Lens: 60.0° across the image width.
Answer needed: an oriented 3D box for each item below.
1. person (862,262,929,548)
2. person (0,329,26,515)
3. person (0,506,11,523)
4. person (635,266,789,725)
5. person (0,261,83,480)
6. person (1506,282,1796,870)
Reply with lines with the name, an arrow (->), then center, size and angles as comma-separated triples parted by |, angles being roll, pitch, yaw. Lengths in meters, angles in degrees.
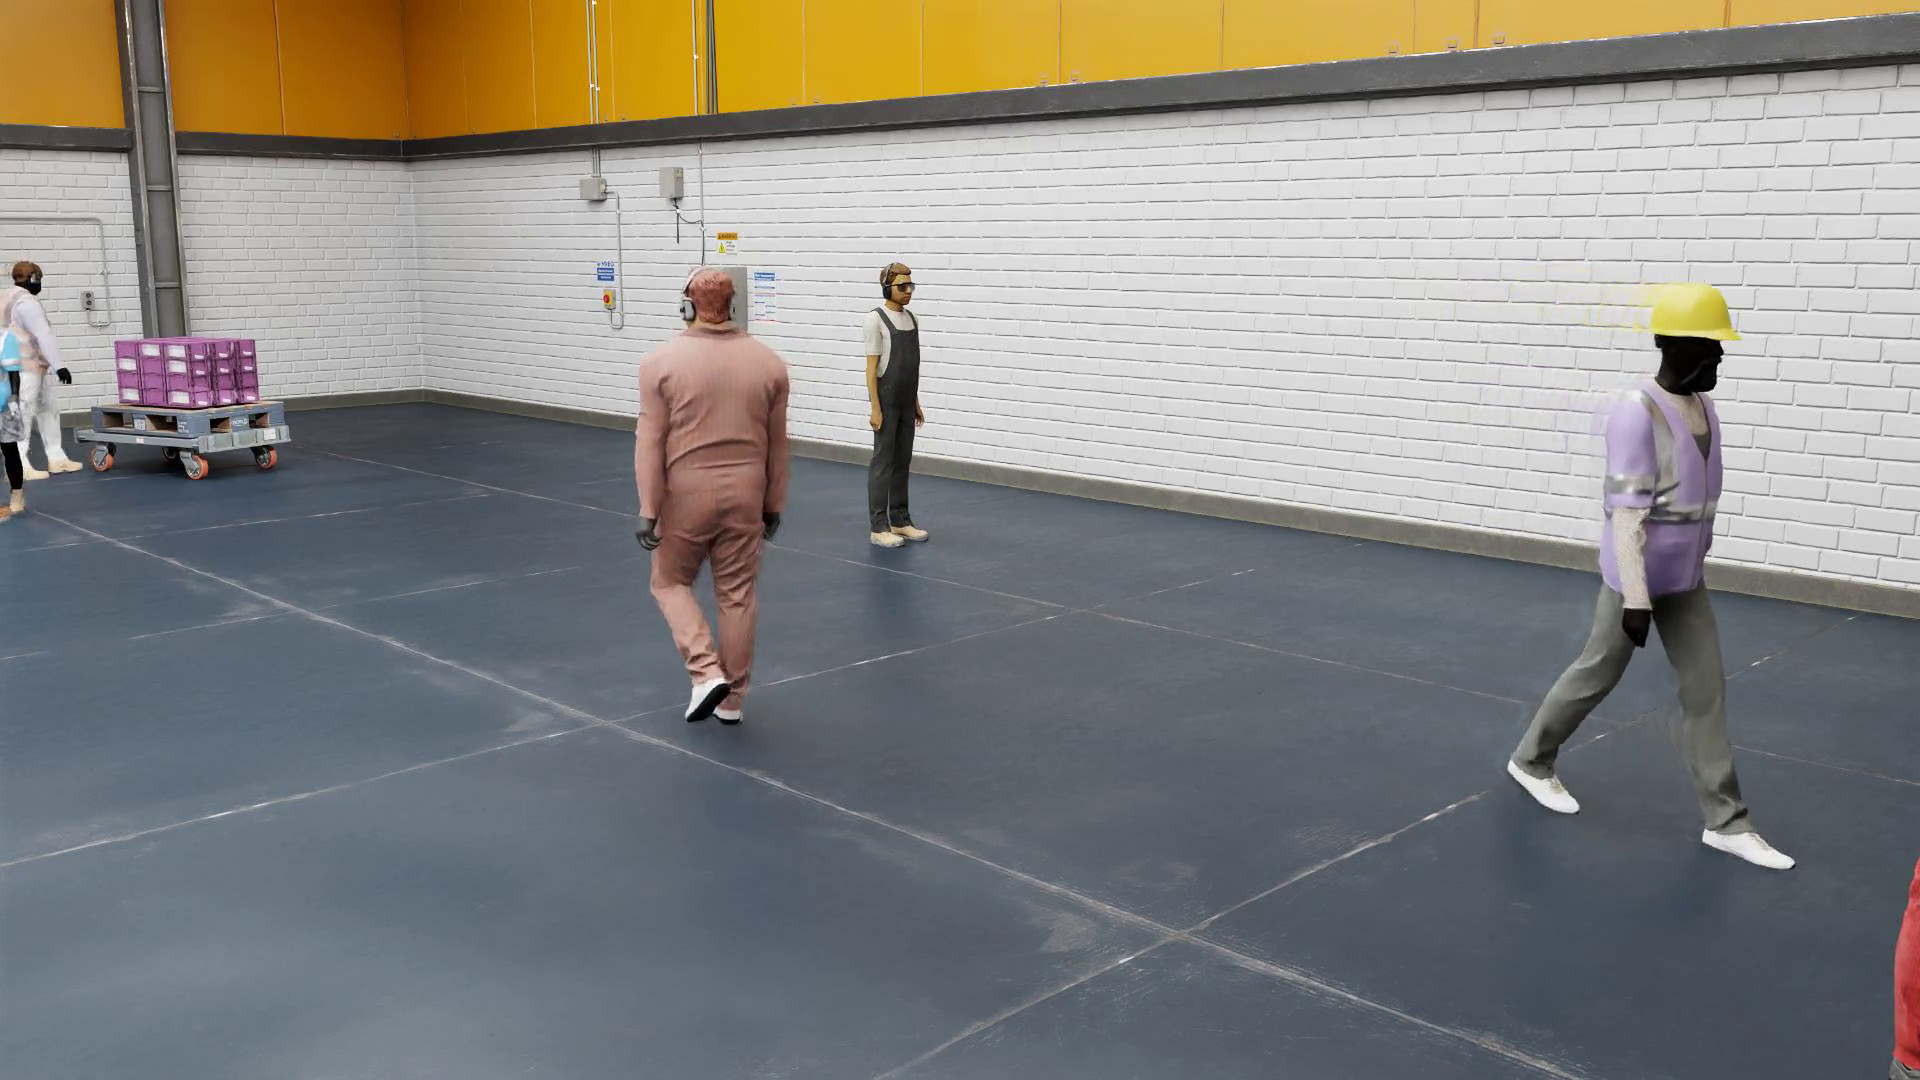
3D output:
person -> -0.420, -0.883, 10.892 | 0.341, 1.845, 0.511 | 7, 12, 33
person -> -6.905, -0.951, 11.789 | 0.534, 1.643, 0.848 | -3, 11, -17
person -> -7.002, -1.083, 11.730 | 0.360, 1.937, 0.636 | -4, 11, -23
person -> -1.026, -0.164, 6.828 | 0.674, 1.892, 0.421 | -6, 12, -29
person -> -7.683, -1.412, 13.900 | 0.723, 1.803, 0.738 | -8, 13, -37
person -> 2.302, 0.086, 5.558 | 0.599, 1.886, 1.011 | -8, 13, -36
